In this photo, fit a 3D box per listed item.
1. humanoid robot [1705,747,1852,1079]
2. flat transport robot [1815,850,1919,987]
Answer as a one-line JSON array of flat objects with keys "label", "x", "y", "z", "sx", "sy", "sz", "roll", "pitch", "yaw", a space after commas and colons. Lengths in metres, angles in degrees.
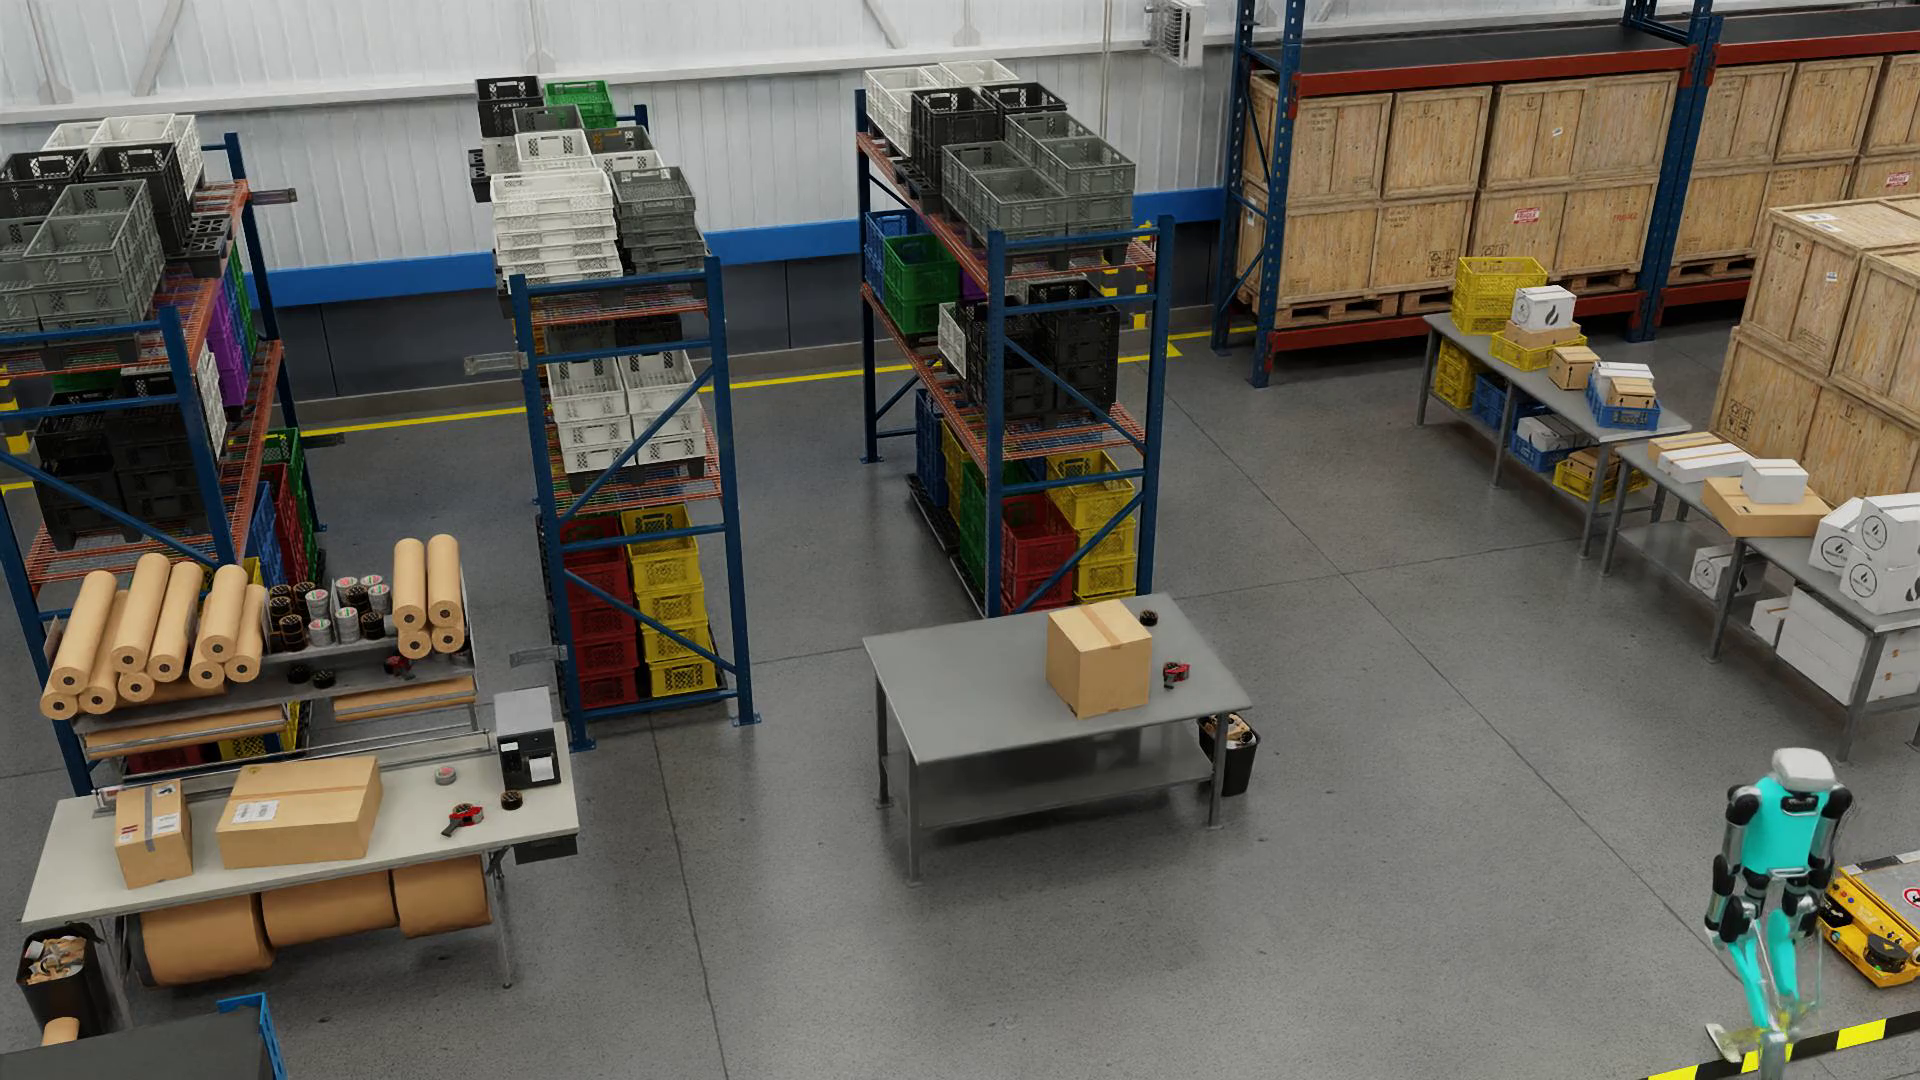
[{"label": "humanoid robot", "x": 3.657, "y": 1.855, "z": 7.284, "sx": 0.541, "sy": 1.784, "sz": 0.915, "roll": -2, "pitch": 29, "yaw": -4}, {"label": "flat transport robot", "x": 5.163, "y": 1.916, "z": 8.676, "sx": 1.431, "sy": 0.231, "sz": 0.659, "roll": -8, "pitch": 30, "yaw": -14}]
